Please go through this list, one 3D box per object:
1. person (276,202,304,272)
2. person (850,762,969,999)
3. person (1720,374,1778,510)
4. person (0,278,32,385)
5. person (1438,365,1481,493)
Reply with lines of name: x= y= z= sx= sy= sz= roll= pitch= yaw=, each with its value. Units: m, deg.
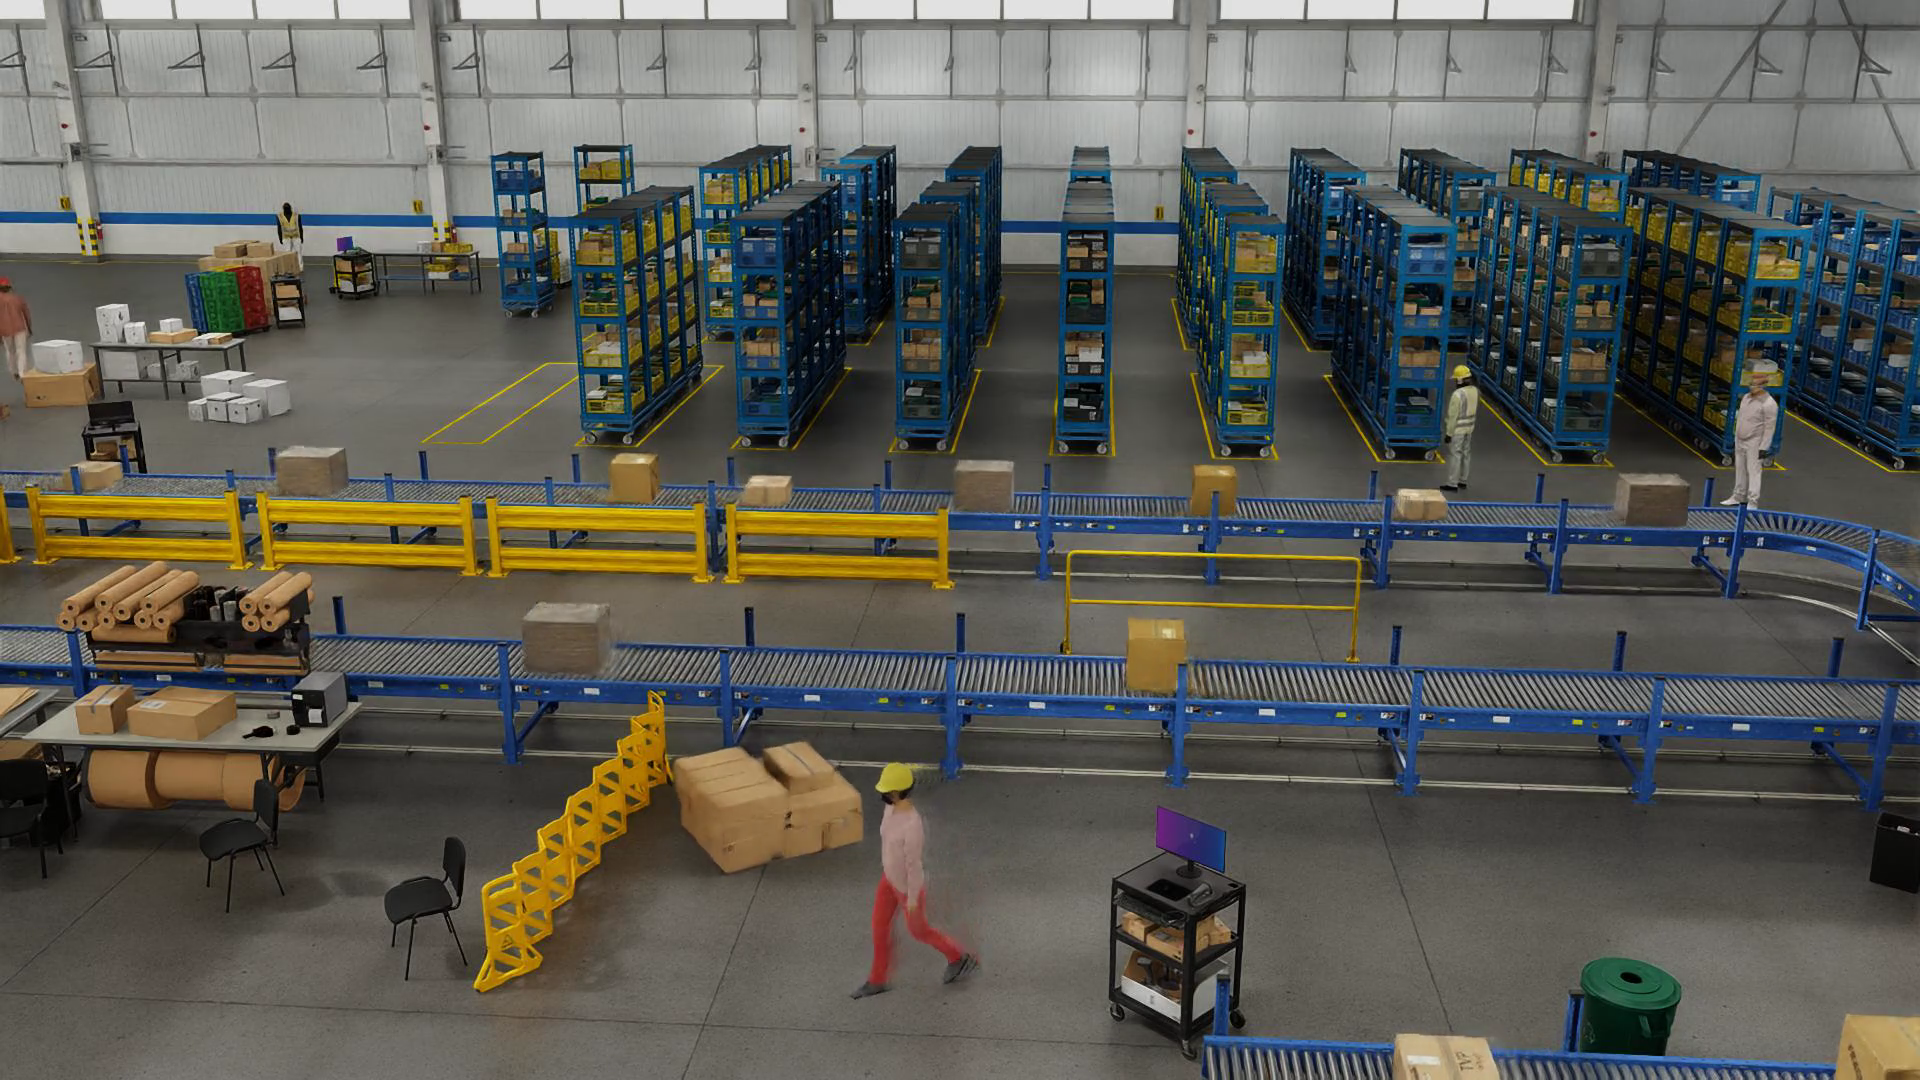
person: x=-17.667 y=-7.988 z=43.918 sx=0.631 sy=1.832 sz=0.429 roll=-7 pitch=19 yaw=-20
person: x=-0.339 y=2.309 z=11.387 sx=0.816 sy=1.734 sz=0.529 roll=-8 pitch=19 yaw=-25
person: x=10.754 y=-1.328 z=22.658 sx=0.405 sy=1.904 sz=0.653 roll=-4 pitch=18 yaw=-11
person: x=-17.418 y=-3.841 z=30.591 sx=0.603 sy=1.938 sz=1.091 roll=-7 pitch=19 yaw=-20
person: x=7.076 y=-1.576 z=23.574 sx=0.586 sy=1.826 sz=0.403 roll=-15 pitch=23 yaw=-39
